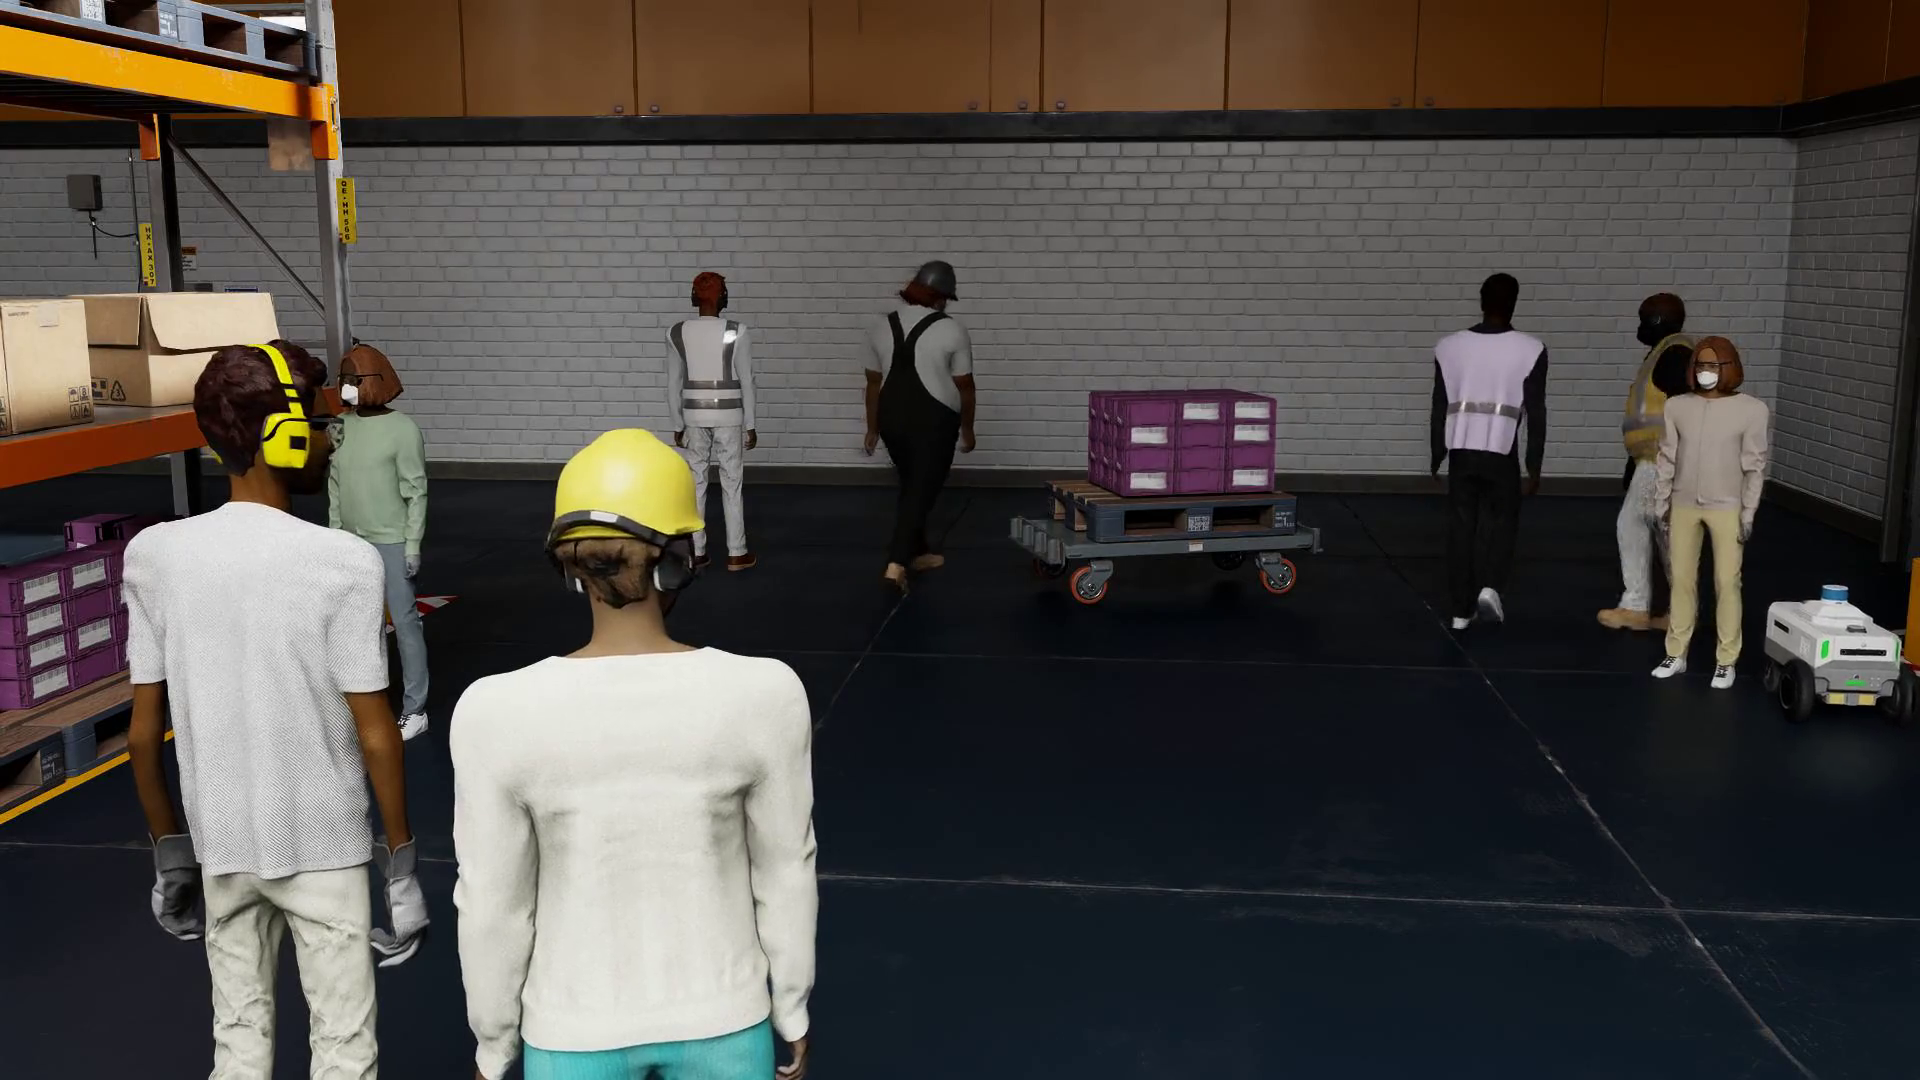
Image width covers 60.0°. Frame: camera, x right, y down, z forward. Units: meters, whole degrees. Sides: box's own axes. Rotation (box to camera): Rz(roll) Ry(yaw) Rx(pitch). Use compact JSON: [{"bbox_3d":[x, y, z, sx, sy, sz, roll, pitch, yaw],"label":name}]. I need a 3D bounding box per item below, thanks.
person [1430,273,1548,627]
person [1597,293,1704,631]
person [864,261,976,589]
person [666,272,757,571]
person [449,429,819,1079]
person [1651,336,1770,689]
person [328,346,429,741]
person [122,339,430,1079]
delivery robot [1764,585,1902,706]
[{"bbox_3d":[2.801,-0.461,8.864,0.610,1.900,0.452,5,11,26],"label":"person"},{"bbox_3d":[3.702,-0.401,8.852,0.593,1.794,0.708,5,11,25],"label":"person"},{"bbox_3d":[-0.266,-0.745,10.078,0.696,2.000,0.953,6,12,33],"label":"person"},{"bbox_3d":[-1.554,-0.739,10.496,0.574,1.882,0.356,2,10,9],"label":"person"},{"bbox_3d":[-0.474,0.717,2.501,0.527,1.765,0.328,-2,10,-14],"label":"person"},{"bbox_3d":[3.481,-0.133,7.751,0.503,1.631,0.272,10,14,44],"label":"person"},{"bbox_3d":[-2.411,0.018,6.874,0.499,1.634,0.280,5,11,27],"label":"person"},{"bbox_3d":[-1.213,0.579,3.001,0.532,1.865,0.310,2,10,9],"label":"person"},{"bbox_3d":[3.812,0.439,7.281,0.477,0.478,0.707,1,10,7],"label":"delivery robot"}]
